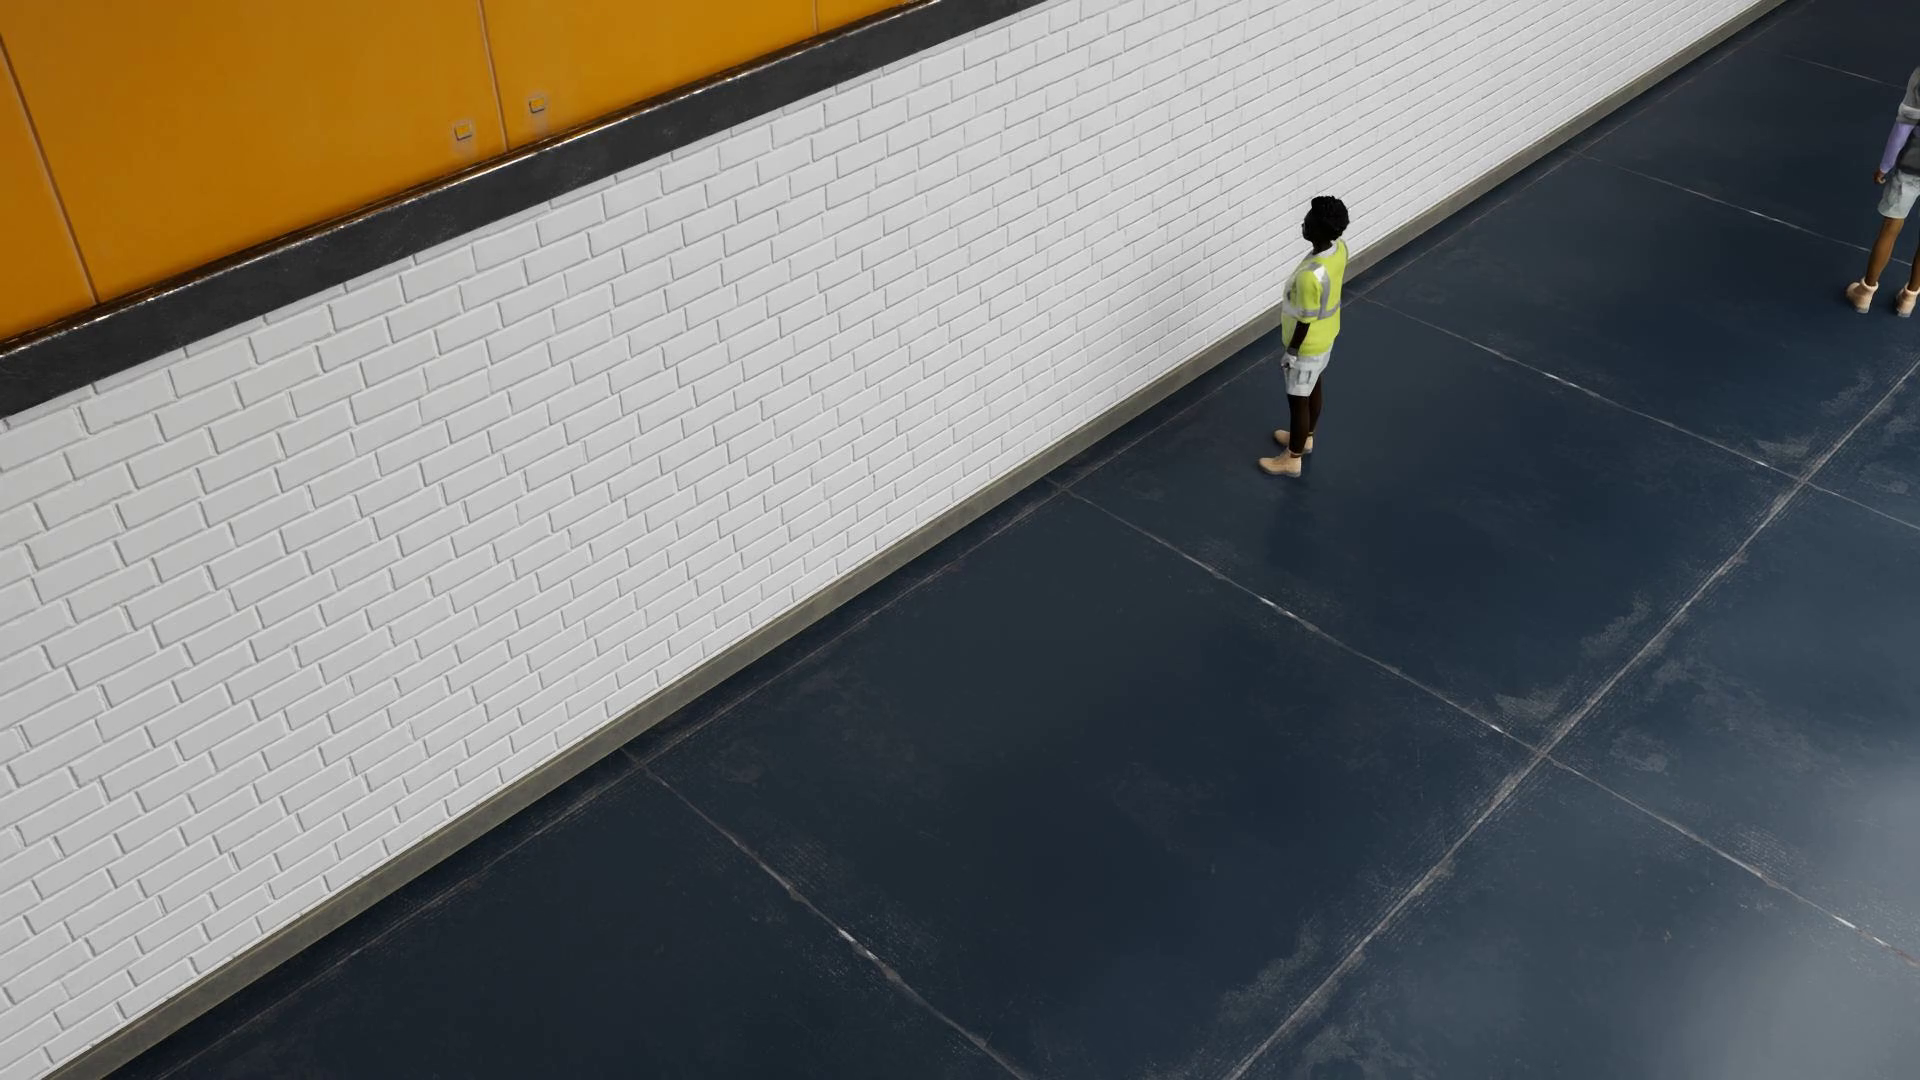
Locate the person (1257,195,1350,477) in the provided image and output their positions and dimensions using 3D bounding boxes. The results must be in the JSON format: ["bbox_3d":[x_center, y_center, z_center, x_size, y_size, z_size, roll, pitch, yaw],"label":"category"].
[{"bbox_3d":[1.914,-1.124,9.178,0.318,1.699,0.534,18,42,21],"label":"person"}]

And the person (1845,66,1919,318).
[{"bbox_3d":[6.108,-2.367,10.463,0.609,2.040,0.390,12,40,14],"label":"person"}]
